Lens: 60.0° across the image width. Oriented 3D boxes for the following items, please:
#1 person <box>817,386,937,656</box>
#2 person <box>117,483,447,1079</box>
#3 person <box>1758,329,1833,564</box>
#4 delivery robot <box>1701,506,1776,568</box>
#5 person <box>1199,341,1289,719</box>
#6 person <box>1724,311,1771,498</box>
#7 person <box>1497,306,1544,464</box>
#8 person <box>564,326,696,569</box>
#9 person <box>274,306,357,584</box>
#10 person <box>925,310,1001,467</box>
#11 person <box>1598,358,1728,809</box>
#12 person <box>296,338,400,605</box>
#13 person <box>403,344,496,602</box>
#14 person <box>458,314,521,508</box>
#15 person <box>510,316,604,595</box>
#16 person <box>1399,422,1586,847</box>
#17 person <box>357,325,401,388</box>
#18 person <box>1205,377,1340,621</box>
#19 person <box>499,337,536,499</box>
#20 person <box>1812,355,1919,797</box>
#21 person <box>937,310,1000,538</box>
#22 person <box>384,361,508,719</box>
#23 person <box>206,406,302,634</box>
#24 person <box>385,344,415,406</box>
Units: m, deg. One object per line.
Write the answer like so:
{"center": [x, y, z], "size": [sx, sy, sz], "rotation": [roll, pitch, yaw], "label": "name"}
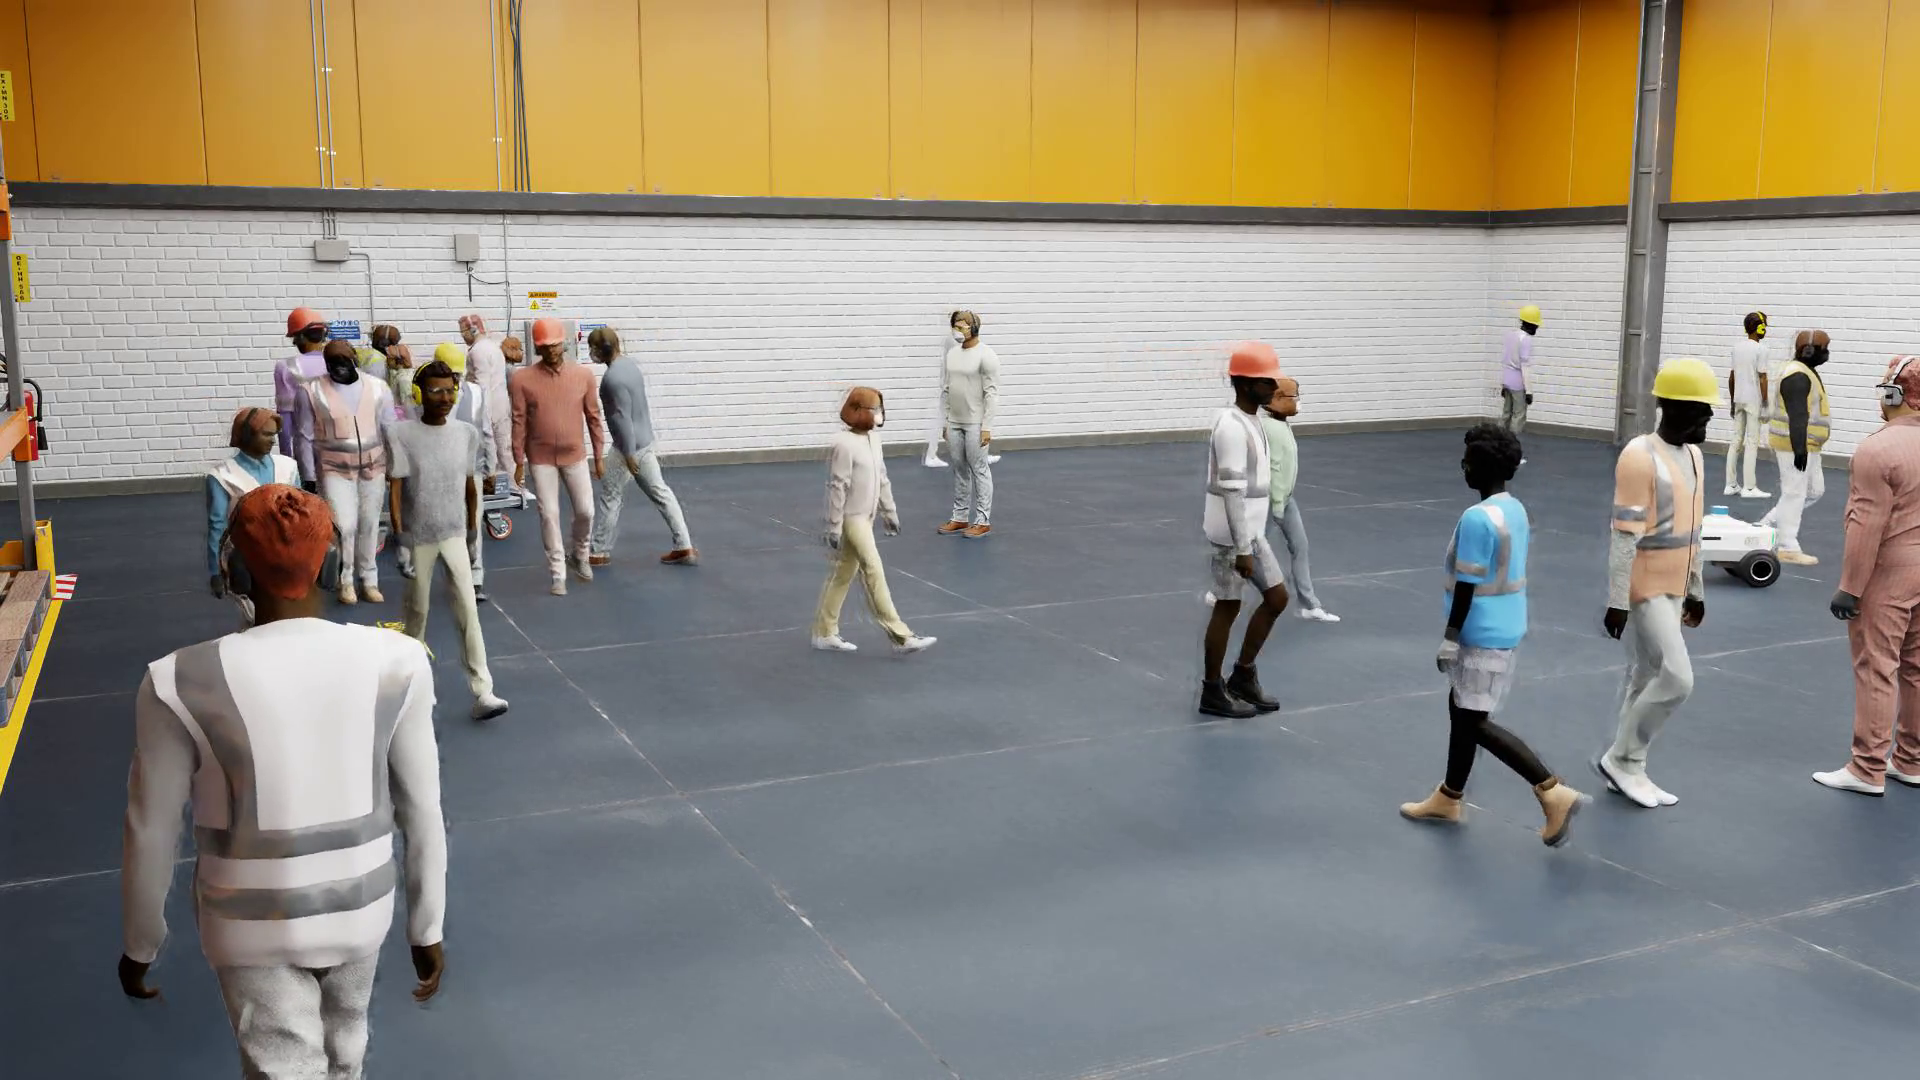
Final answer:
{"center": [-0.503, -0.101, 9.771], "size": [0.830, 1.586, 0.525], "rotation": [3, 10, 19], "label": "person"}
{"center": [-1.413, 0.793, 3.487], "size": [0.598, 1.831, 0.978], "rotation": [-7, 12, -39], "label": "person"}
{"center": [6.511, -0.721, 12.934], "size": [0.456, 1.833, 0.639], "rotation": [6, 11, 35], "label": "person"}
{"center": [5.531, -0.006, 12.126], "size": [0.707, 0.478, 0.477], "rotation": [1, 9, 8], "label": "delivery robot"}
{"center": [1.462, -0.035, 8.361], "size": [0.553, 1.917, 0.581], "rotation": [4, 10, 22], "label": "person"}
{"center": [7.968, -1.362, 16.758], "size": [0.329, 1.874, 0.508], "rotation": [-3, 10, -16], "label": "person"}
{"center": [6.589, -1.840, 19.719], "size": [0.421, 1.872, 0.778], "rotation": [-1, 9, -5], "label": "person"}
{"center": [-2.507, -0.701, 12.711], "size": [1.006, 1.871, 0.773], "rotation": [1, 9, 6], "label": "person"}
{"center": [-4.556, -0.656, 11.904], "size": [0.579, 2.019, 0.628], "rotation": [9, 13, 44], "label": "person"}
{"center": [-0.004, -1.760, 19.396], "size": [0.968, 1.818, 0.545], "rotation": [-5, 10, -27], "label": "person"}
{"center": [2.943, 0.193, 6.981], "size": [0.618, 1.907, 0.446], "rotation": [-9, 13, -44], "label": "person"}
{"center": [-4.111, -0.454, 11.279], "size": [0.657, 1.817, 0.452], "rotation": [-7, 12, -37], "label": "person"}
{"center": [-3.459, -0.450, 11.387], "size": [0.606, 1.773, 0.837], "rotation": [-4, 10, -22], "label": "person"}
{"center": [-4.604, -1.217, 15.890], "size": [0.858, 1.855, 0.664], "rotation": [0, 9, 3], "label": "person"}
{"center": [-2.835, -0.593, 11.706], "size": [0.641, 1.967, 0.643], "rotation": [-3, 10, -20], "label": "person"}
{"center": [2.128, 0.375, 6.568], "size": [0.706, 1.677, 0.534], "rotation": [5, 11, 31], "label": "person"}
{"center": [-5.326, -1.083, 15.322], "size": [1.002, 1.777, 0.680], "rotation": [-4, 10, -26], "label": "person"}
{"center": [2.027, -0.264, 10.837], "size": [0.867, 1.601, 0.508], "rotation": [4, 10, 25], "label": "person"}
{"center": [-4.428, -1.191, 16.468], "size": [0.452, 1.629, 0.515], "rotation": [-6, 11, -31], "label": "person"}
{"center": [4.042, 0.158, 7.217], "size": [0.643, 1.909, 0.410], "rotation": [-4, 10, -24], "label": "person"}
{"center": [0.071, -0.989, 14.237], "size": [0.372, 1.940, 0.631], "rotation": [-8, 12, -41], "label": "person"}
{"center": [-2.650, 0.005, 8.456], "size": [0.518, 1.817, 0.983], "rotation": [-6, 11, -34], "label": "person"}
{"center": [-3.588, 0.118, 8.397], "size": [0.776, 1.604, 0.509], "rotation": [5, 11, 30], "label": "person"}
{"center": [-5.120, -0.961, 15.087], "size": [0.745, 1.608, 0.530], "rotation": [-2, 9, -15], "label": "person"}
